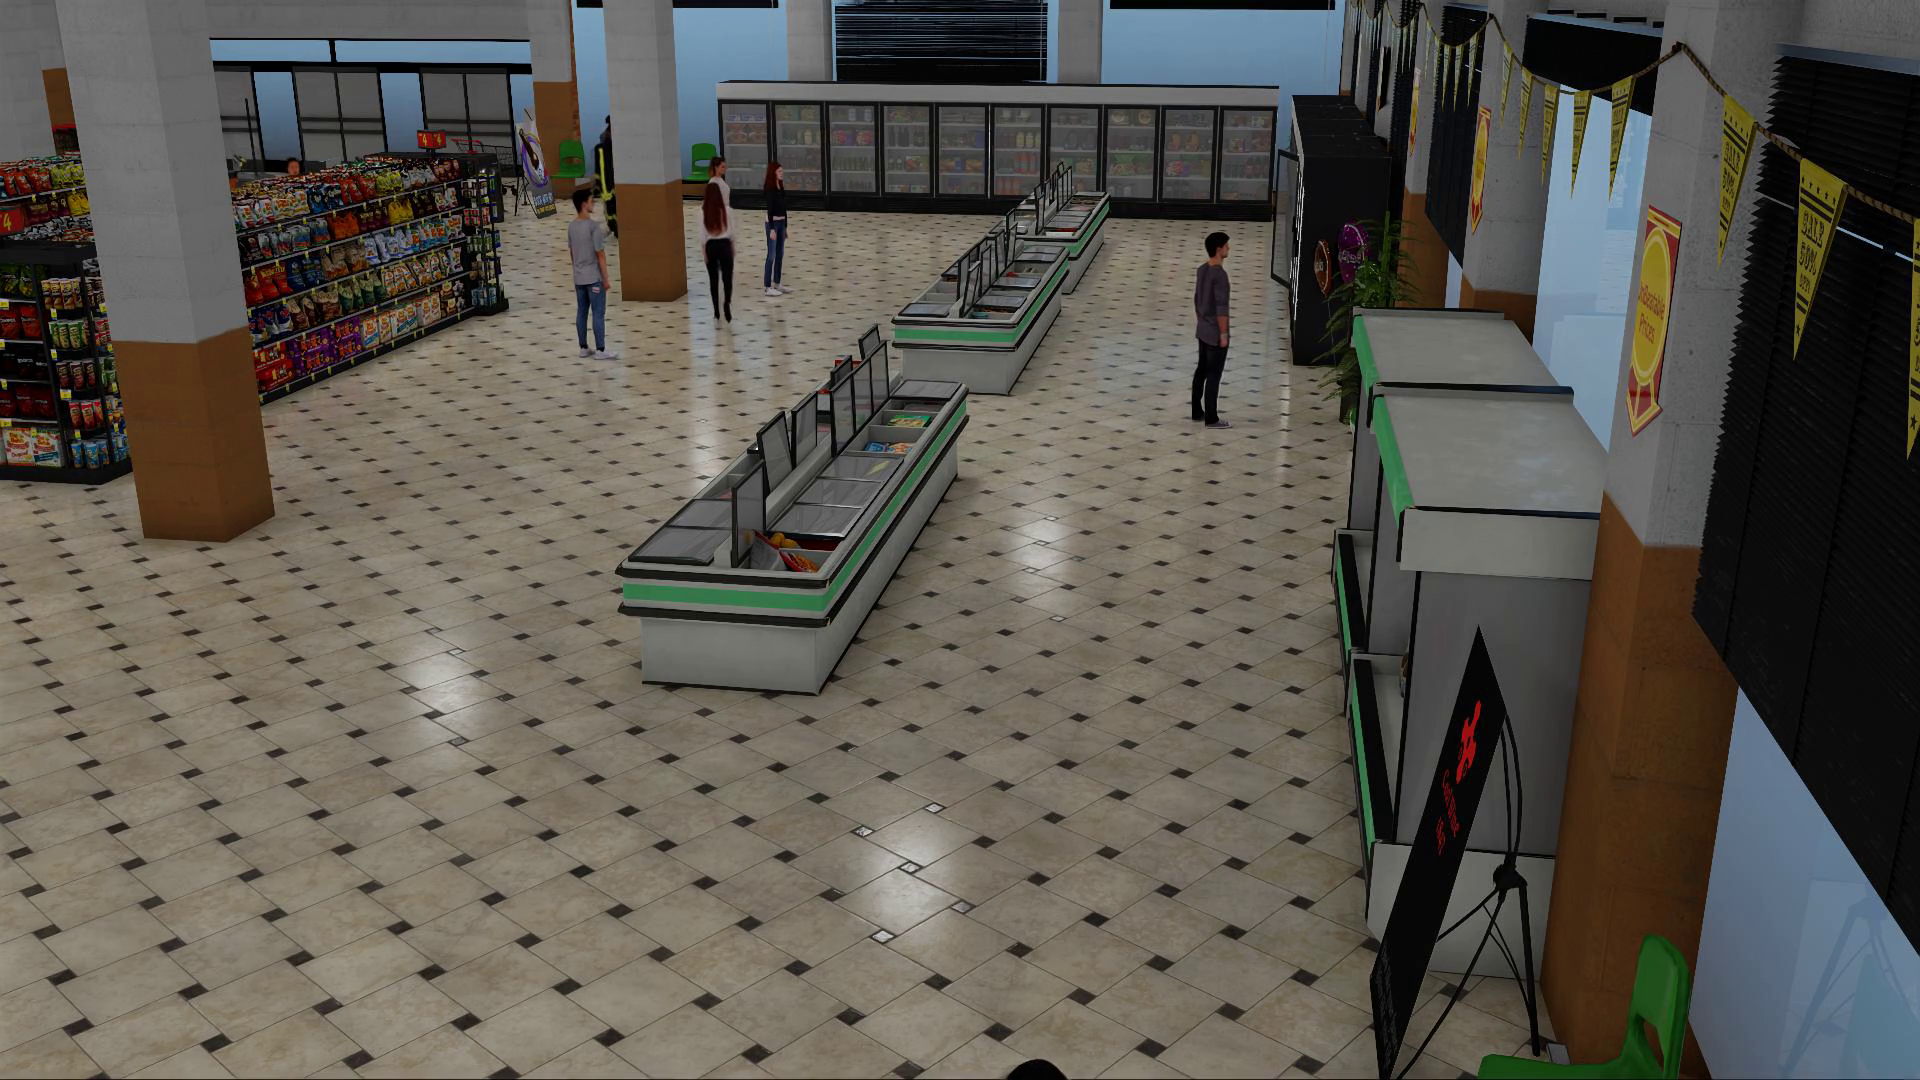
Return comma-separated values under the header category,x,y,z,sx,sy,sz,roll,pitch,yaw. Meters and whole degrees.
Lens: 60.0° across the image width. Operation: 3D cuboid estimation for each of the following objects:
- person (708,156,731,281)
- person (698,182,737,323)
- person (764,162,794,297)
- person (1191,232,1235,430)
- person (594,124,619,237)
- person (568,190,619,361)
category,x,y,z,sx,sy,sz,roll,pitch,yaw
person,-3.469,-4.636,23.881,0.663,1.731,0.449,3,19,8
person,-2.960,-3.500,20.507,0.852,1.736,1.139,-4,19,-11
person,-2.500,-4.213,22.541,0.668,1.787,0.524,8,20,23
person,2.407,-2.014,15.914,0.809,1.853,0.659,-6,19,-16
person,-5.770,-5.943,27.606,0.949,1.828,1.177,-2,19,-6
person,-4.193,-2.991,18.763,0.754,1.885,0.729,12,22,32
